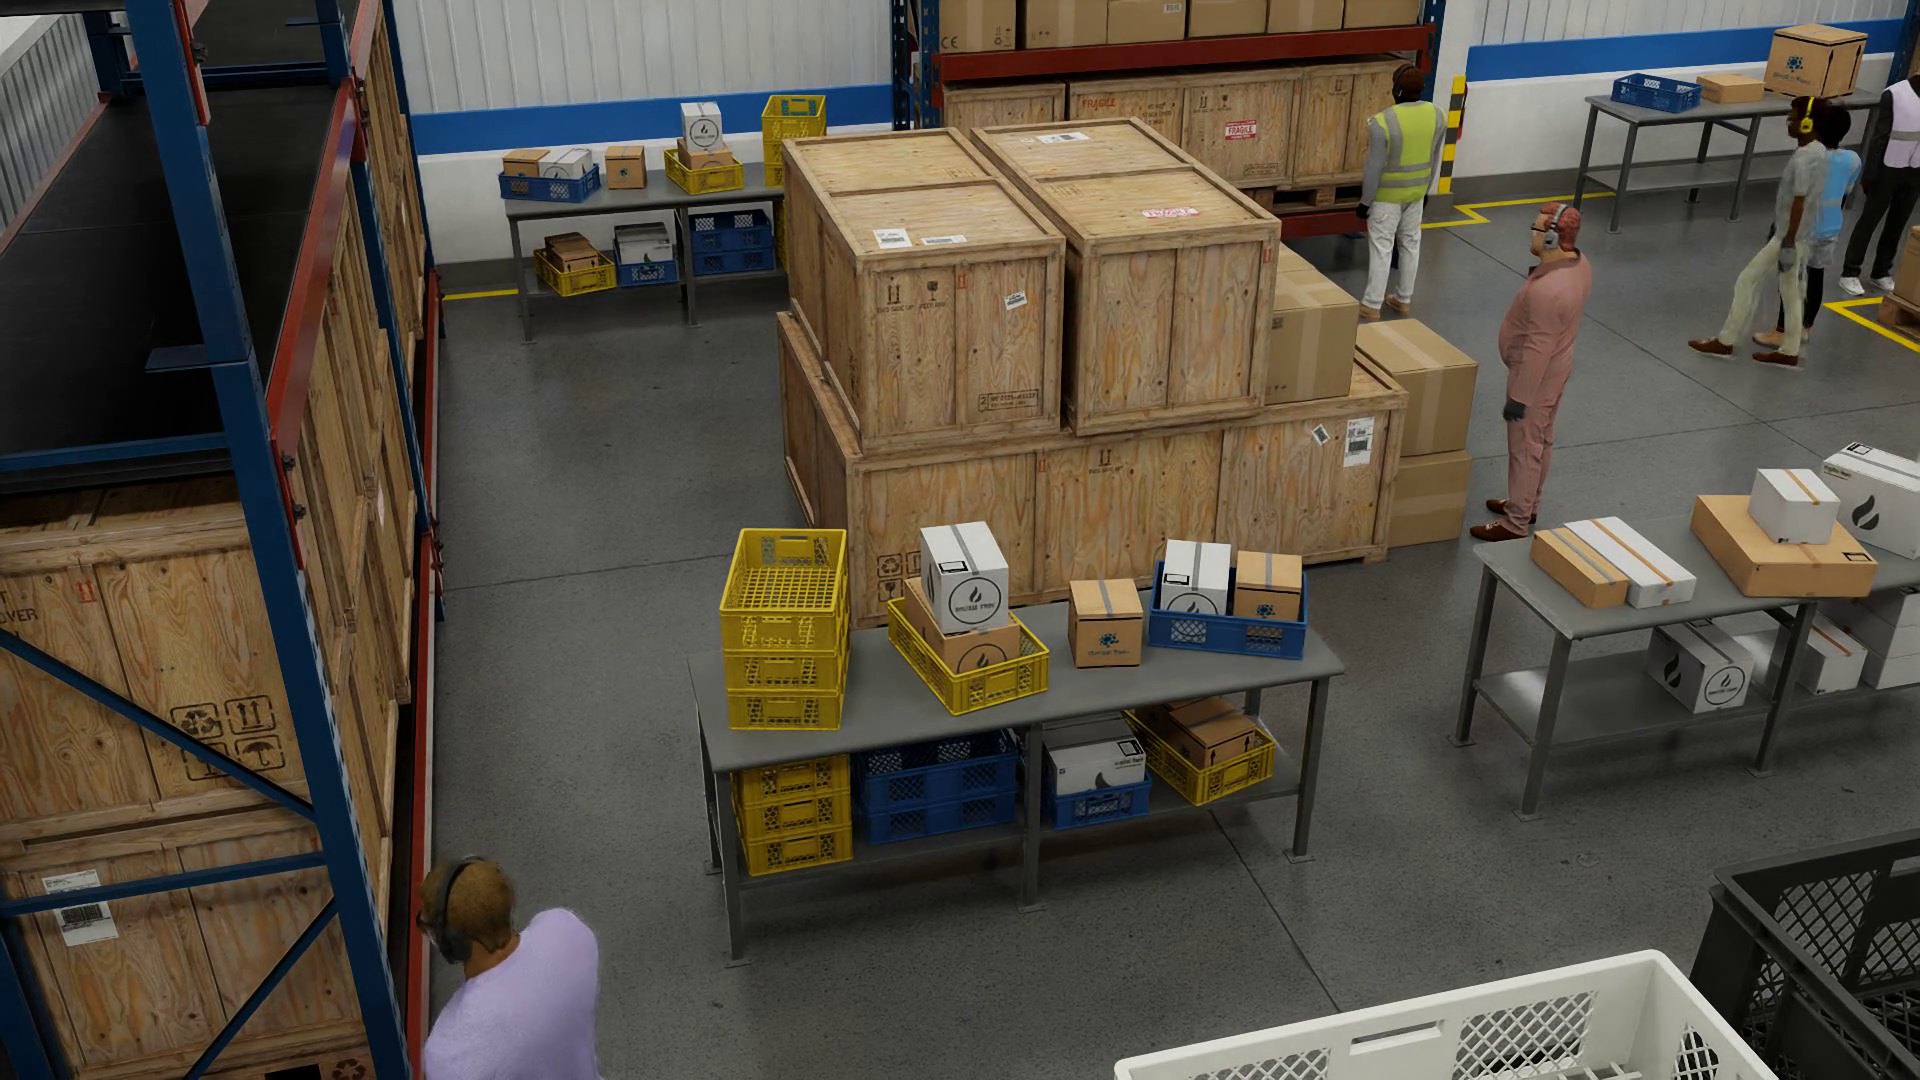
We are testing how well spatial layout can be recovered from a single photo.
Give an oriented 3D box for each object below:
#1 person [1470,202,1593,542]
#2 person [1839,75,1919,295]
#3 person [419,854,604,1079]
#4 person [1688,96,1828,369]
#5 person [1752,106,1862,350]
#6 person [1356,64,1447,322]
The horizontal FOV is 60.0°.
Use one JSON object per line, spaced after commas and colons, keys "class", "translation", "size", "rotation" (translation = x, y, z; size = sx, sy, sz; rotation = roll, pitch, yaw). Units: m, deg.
{"class": "person", "translation": [3.099, -0.895, 9.028], "size": [0.403, 1.911, 0.637], "rotation": [17, 33, 28]}
{"class": "person", "translation": [7.040, -2.784, 12.459], "size": [0.594, 1.911, 0.387], "rotation": [-4, 29, -7]}
{"class": "person", "translation": [-1.112, 1.642, 4.426], "size": [0.463, 1.920, 0.643], "rotation": [14, 32, 24]}
{"class": "person", "translation": [5.480, -2.077, 11.249], "size": [0.834, 1.831, 0.558], "rotation": [20, 35, 32]}
{"class": "person", "translation": [5.888, -2.147, 11.521], "size": [0.531, 1.692, 0.320], "rotation": [-12, 31, -21]}
{"class": "person", "translation": [3.137, -2.497, 12.004], "size": [0.619, 1.845, 0.430], "rotation": [-12, 31, -20]}
